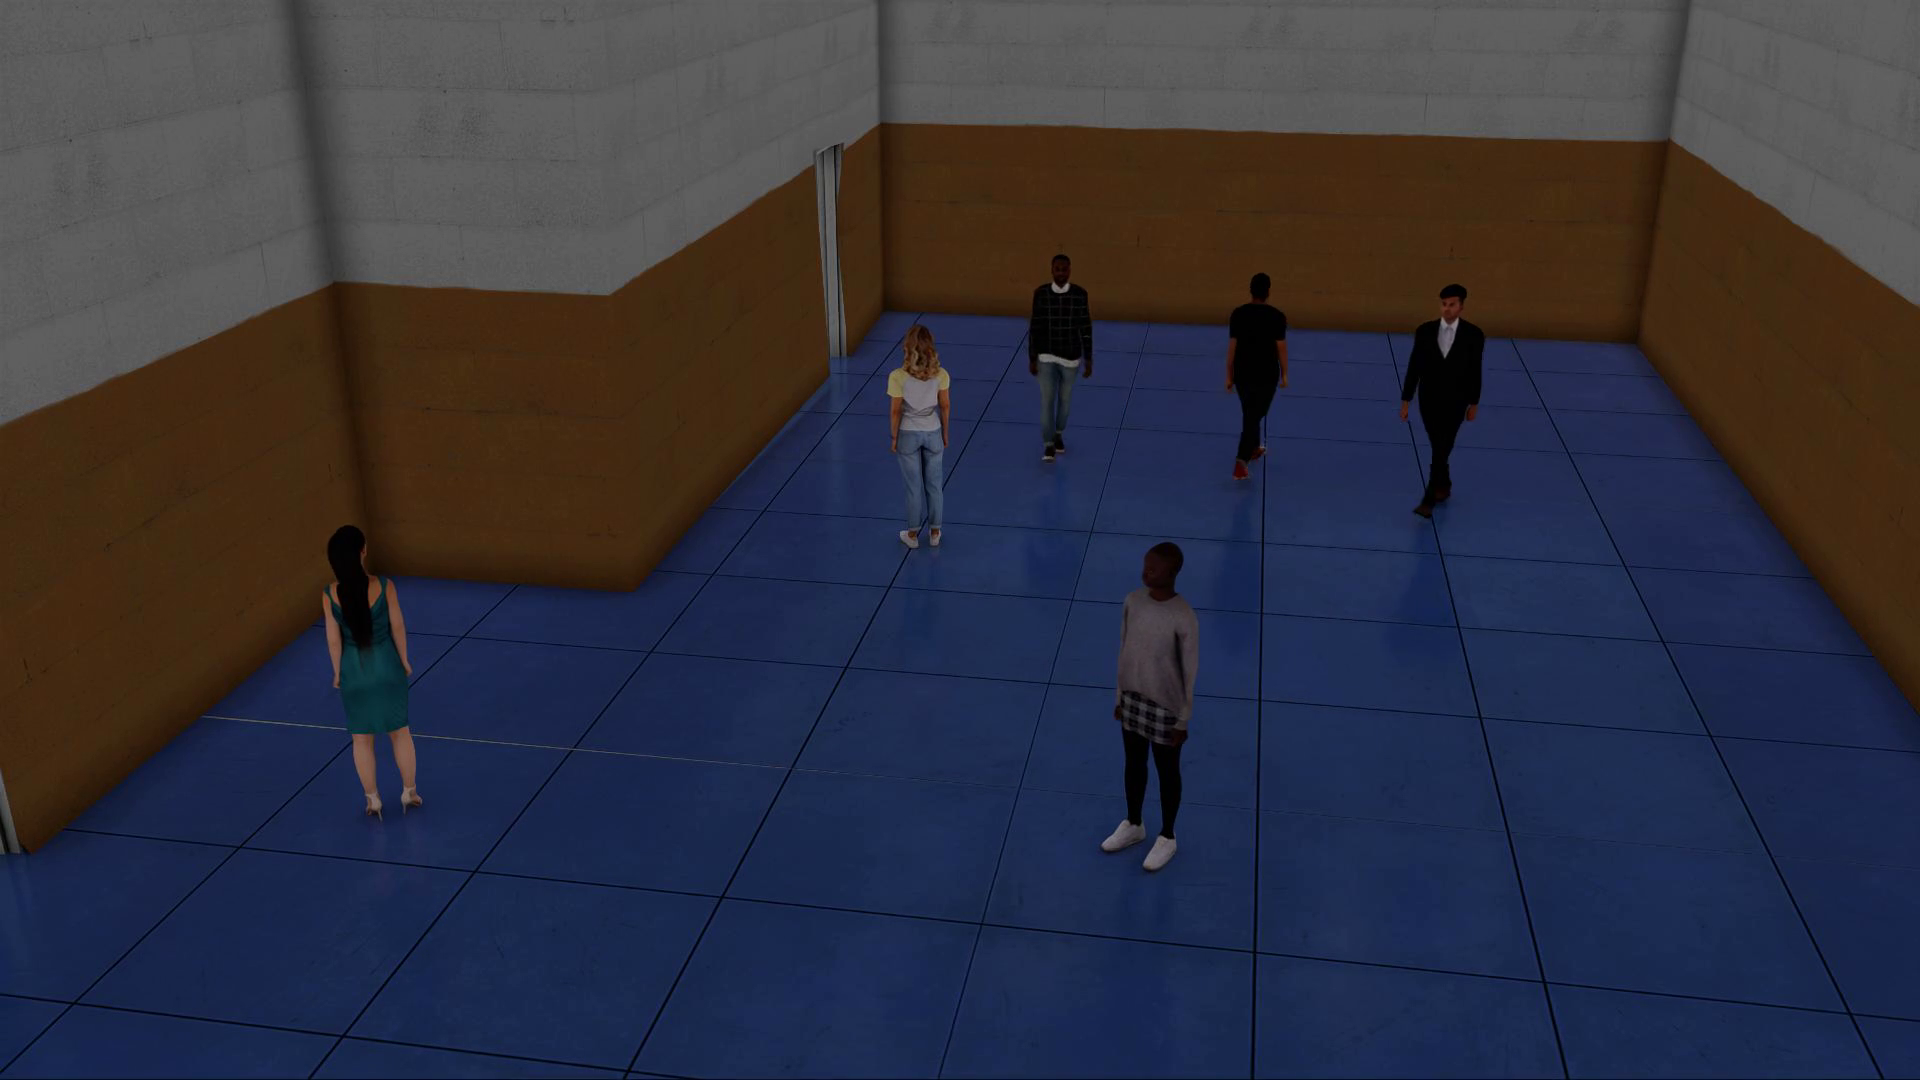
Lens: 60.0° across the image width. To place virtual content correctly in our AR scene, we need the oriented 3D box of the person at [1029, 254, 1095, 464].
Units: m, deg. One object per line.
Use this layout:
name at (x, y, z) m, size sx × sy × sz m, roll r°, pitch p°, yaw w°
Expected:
person at (0.867, -1.612, 14.521) m, size 1.069 × 1.786 × 0.887 m, roll 0°, pitch 22°, yaw 0°

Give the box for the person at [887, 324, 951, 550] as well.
person at (-0.297, -0.772, 12.495) m, size 0.635 × 1.723 × 0.764 m, roll -6°, pitch 23°, yaw -14°

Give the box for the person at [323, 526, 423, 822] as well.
person at (-3.137, 0.713, 8.863) m, size 0.565 × 1.691 × 0.681 m, roll -7°, pitch 23°, yaw -18°

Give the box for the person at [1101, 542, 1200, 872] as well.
person at (1.004, 0.823, 8.481) m, size 0.660 × 1.772 × 0.757 m, roll 20°, pitch 29°, yaw 40°

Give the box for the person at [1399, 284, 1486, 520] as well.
person at (3.881, -1.129, 13.248) m, size 1.188 × 1.839 × 1.076 m, roll 14°, pitch 26°, yaw 31°

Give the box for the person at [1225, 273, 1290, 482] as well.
person at (2.447, -1.315, 13.876) m, size 1.192 × 1.717 × 0.987 m, roll 12°, pitch 25°, yaw 28°
